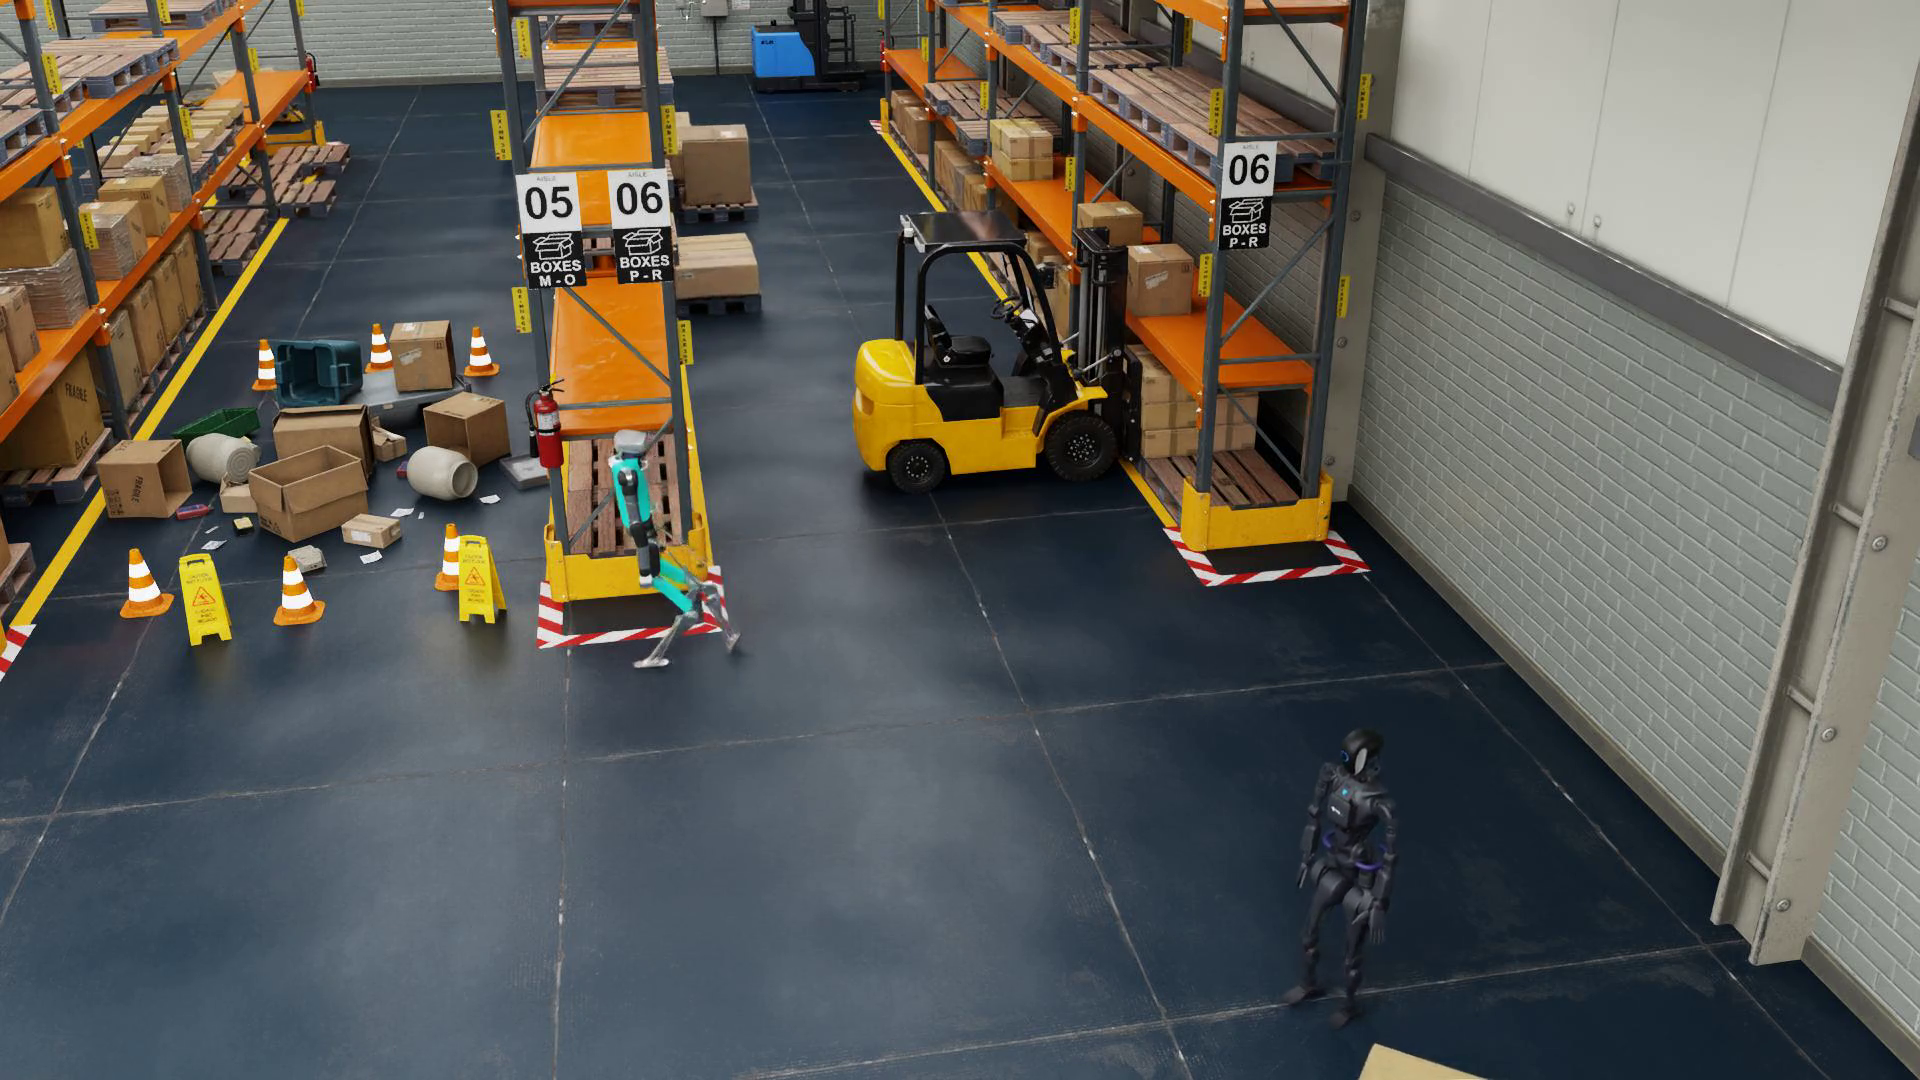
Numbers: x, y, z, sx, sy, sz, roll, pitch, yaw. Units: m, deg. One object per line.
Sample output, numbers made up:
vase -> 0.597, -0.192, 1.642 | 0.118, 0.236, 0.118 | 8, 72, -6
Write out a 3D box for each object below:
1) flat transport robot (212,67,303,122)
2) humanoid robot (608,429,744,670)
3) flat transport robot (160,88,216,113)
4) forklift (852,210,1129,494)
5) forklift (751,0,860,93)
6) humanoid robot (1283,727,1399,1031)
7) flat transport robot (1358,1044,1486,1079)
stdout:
flat transport robot -> -11.858, -7.135, 27.989 | 1.431, 0.231, 0.659 | -12, 28, -24
humanoid robot -> -1.868, 0.087, 11.301 | 0.900, 1.818, 0.551 | -5, 26, -11
flat transport robot -> -13.324, -7.678, 29.119 | 0.659, 0.231, 1.431 | 7, 26, 13
forklift -> 0.216, -1.659, 14.366 | 2.313, 2.155, 1.214 | -5, 26, -10
forklift -> -2.872, -9.679, 30.288 | 1.873, 2.768, 1.129 | -5, 26, -10
humanoid robot -> 1.875, 1.649, 8.063 | 0.354, 1.656, 0.589 | -17, 30, -31
flat transport robot -> 1.764, 3.248, 6.364 | 1.431, 0.231, 0.659 | -18, 31, -33
